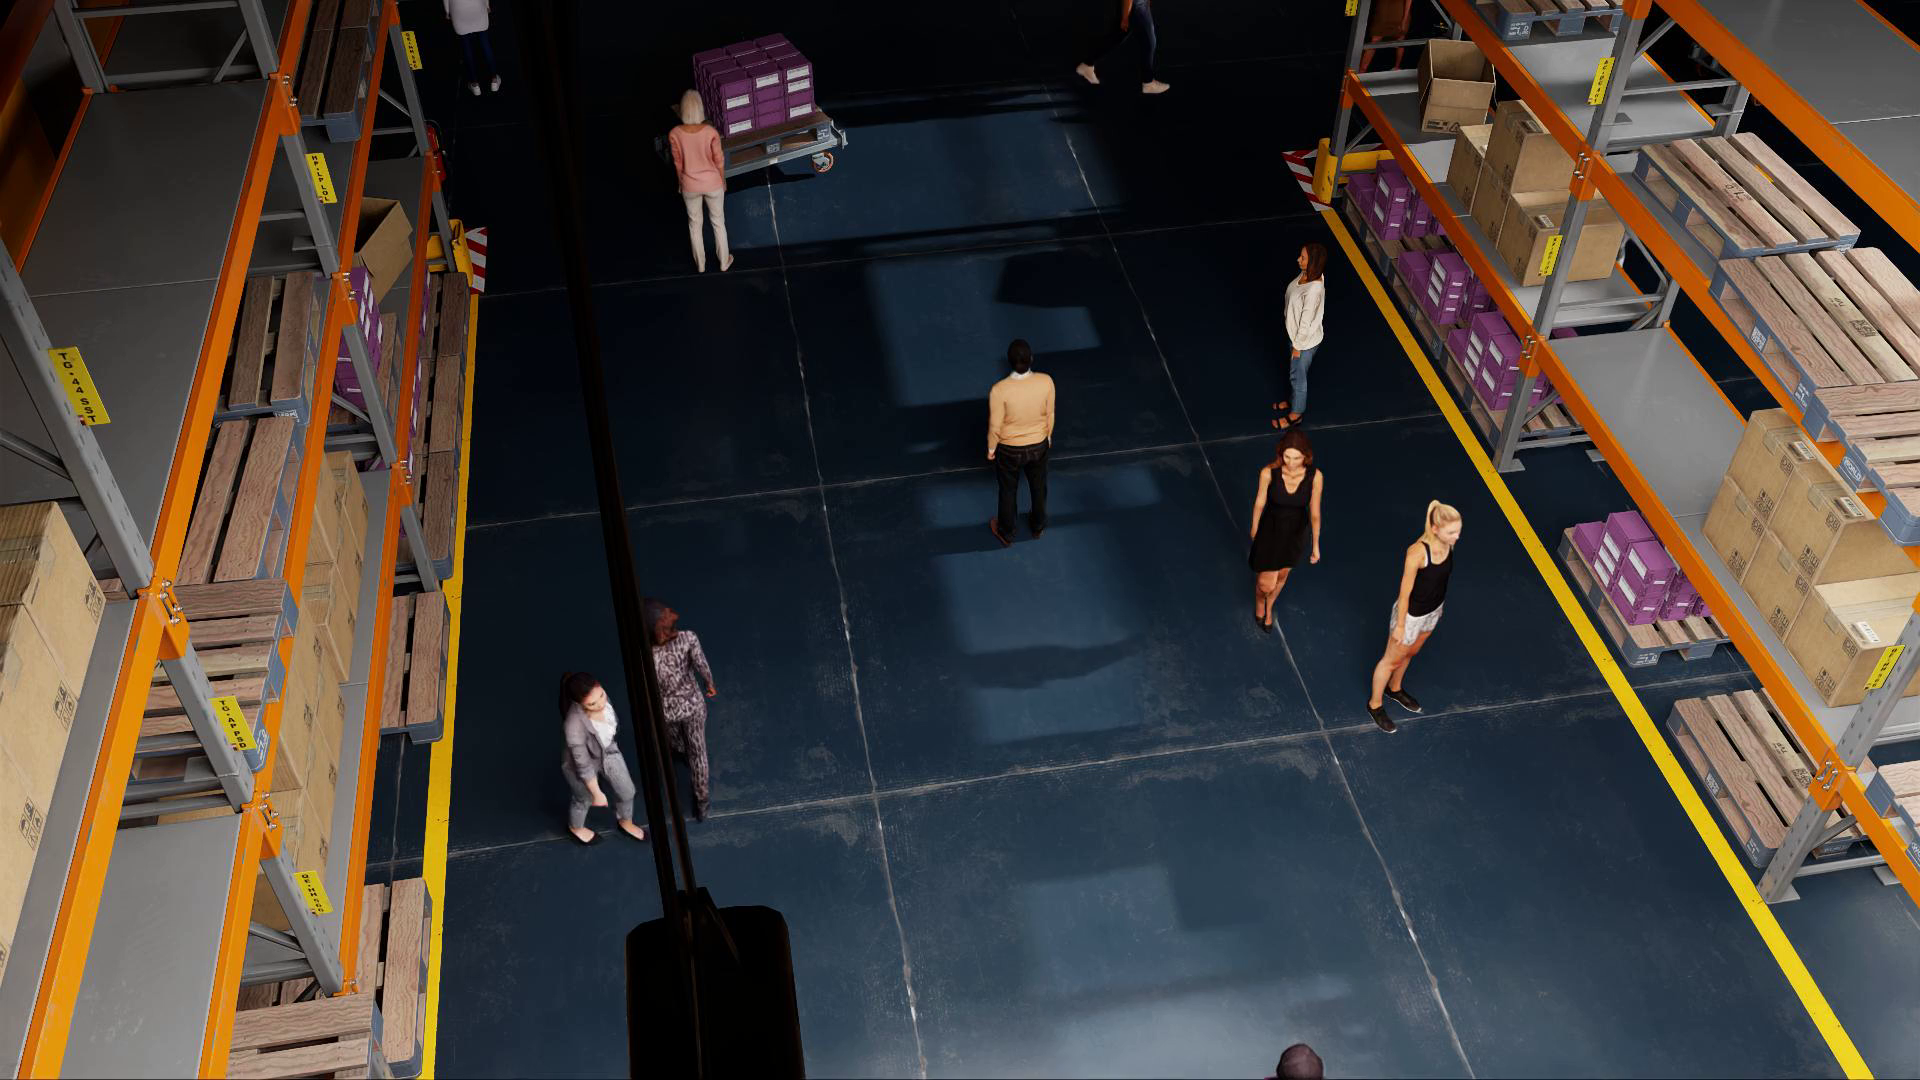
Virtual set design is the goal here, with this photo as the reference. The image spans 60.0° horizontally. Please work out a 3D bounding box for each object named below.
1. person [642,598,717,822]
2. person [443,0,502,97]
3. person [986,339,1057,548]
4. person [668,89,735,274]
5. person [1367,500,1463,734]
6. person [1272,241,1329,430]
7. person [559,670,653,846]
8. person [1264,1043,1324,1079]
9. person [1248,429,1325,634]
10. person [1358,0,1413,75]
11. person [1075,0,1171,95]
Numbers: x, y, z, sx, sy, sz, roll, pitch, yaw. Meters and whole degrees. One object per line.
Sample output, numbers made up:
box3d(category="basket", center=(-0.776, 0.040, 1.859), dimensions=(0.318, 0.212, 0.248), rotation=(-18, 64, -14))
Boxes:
box3d(category="person", center=(-1.699, 1.067, 9.994), dimensions=(0.688, 1.686, 0.937), rotation=(-9, 44, -9))
box3d(category="person", center=(-4.925, -5.316, 16.629), dimensions=(0.647, 1.776, 0.585), rotation=(-15, 46, -15))
box3d(category="person", center=(0.435, -0.679, 11.780), dimensions=(0.686, 1.752, 0.630), rotation=(-12, 45, -13))
box3d(category="person", center=(-2.230, -3.081, 14.320), dimensions=(0.628, 1.724, 0.558), rotation=(-2, 44, -2))
box3d(category="person", center=(2.894, 0.440, 10.537), dimensions=(0.677, 1.844, 0.675), rotation=(-28, 50, -27))
box3d(category="person", center=(2.644, -1.586, 12.784), dimensions=(0.730, 1.679, 0.585), rotation=(5, 44, 5))
box3d(category="person", center=(-2.231, 1.293, 9.795), dimensions=(0.868, 1.633, 0.848), rotation=(6, 44, 6))
box3d(category="person", center=(1.549, 2.915, 8.057), dimensions=(0.625, 1.682, 0.621), rotation=(-7, 44, -7))
box3d(category="person", center=(2.135, -0.063, 11.119), dimensions=(0.637, 1.770, 0.640), rotation=(-1, 44, -1))
box3d(category="person", center=(4.248, -5.212, 16.618), dimensions=(1.064, 1.641, 1.068), rotation=(29, 51, 27))
box3d(category="person", center=(1.614, -5.287, 16.604), dimensions=(0.875, 1.768, 1.195), rotation=(2, 44, 2))
